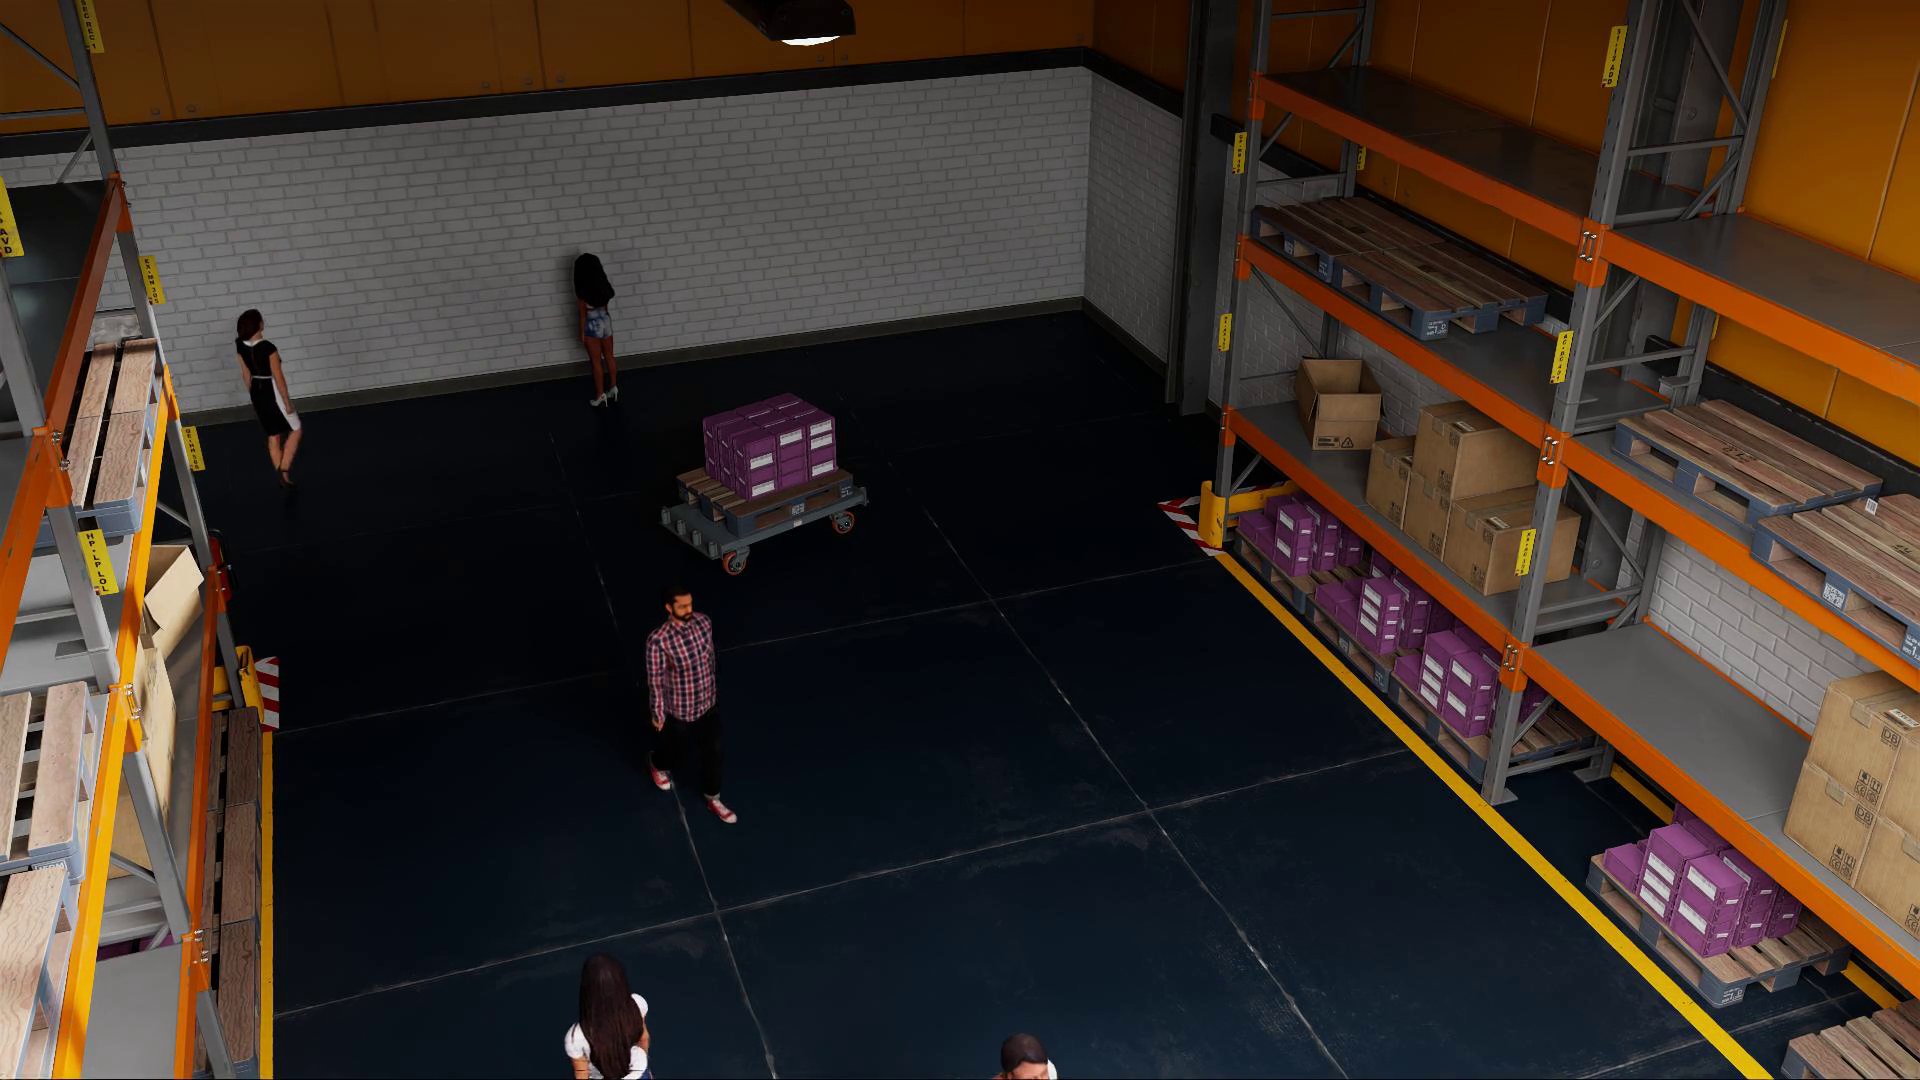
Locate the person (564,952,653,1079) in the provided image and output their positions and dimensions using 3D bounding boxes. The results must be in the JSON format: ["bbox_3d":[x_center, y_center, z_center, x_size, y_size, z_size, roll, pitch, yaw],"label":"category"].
[{"bbox_3d":[-1.570,2.720,7.954,0.871,1.735,1.121,-24,37,-37],"label":"person"}]

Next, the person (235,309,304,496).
[{"bbox_3d":[-6.296,-1.203,15.087,0.732,1.791,0.780,8,30,13],"label":"person"}]

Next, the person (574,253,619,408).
[{"bbox_3d":[-3.707,-2.148,16.991,0.710,1.626,0.662,17,33,28],"label":"person"}]

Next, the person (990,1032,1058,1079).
[{"bbox_3d":[0.228,2.898,7.718,0.842,1.648,1.143,-18,33,-30],"label":"person"}]

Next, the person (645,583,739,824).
[{"bbox_3d":[-1.836,1.049,11.013,1.129,1.739,0.964,24,37,37],"label":"person"}]
